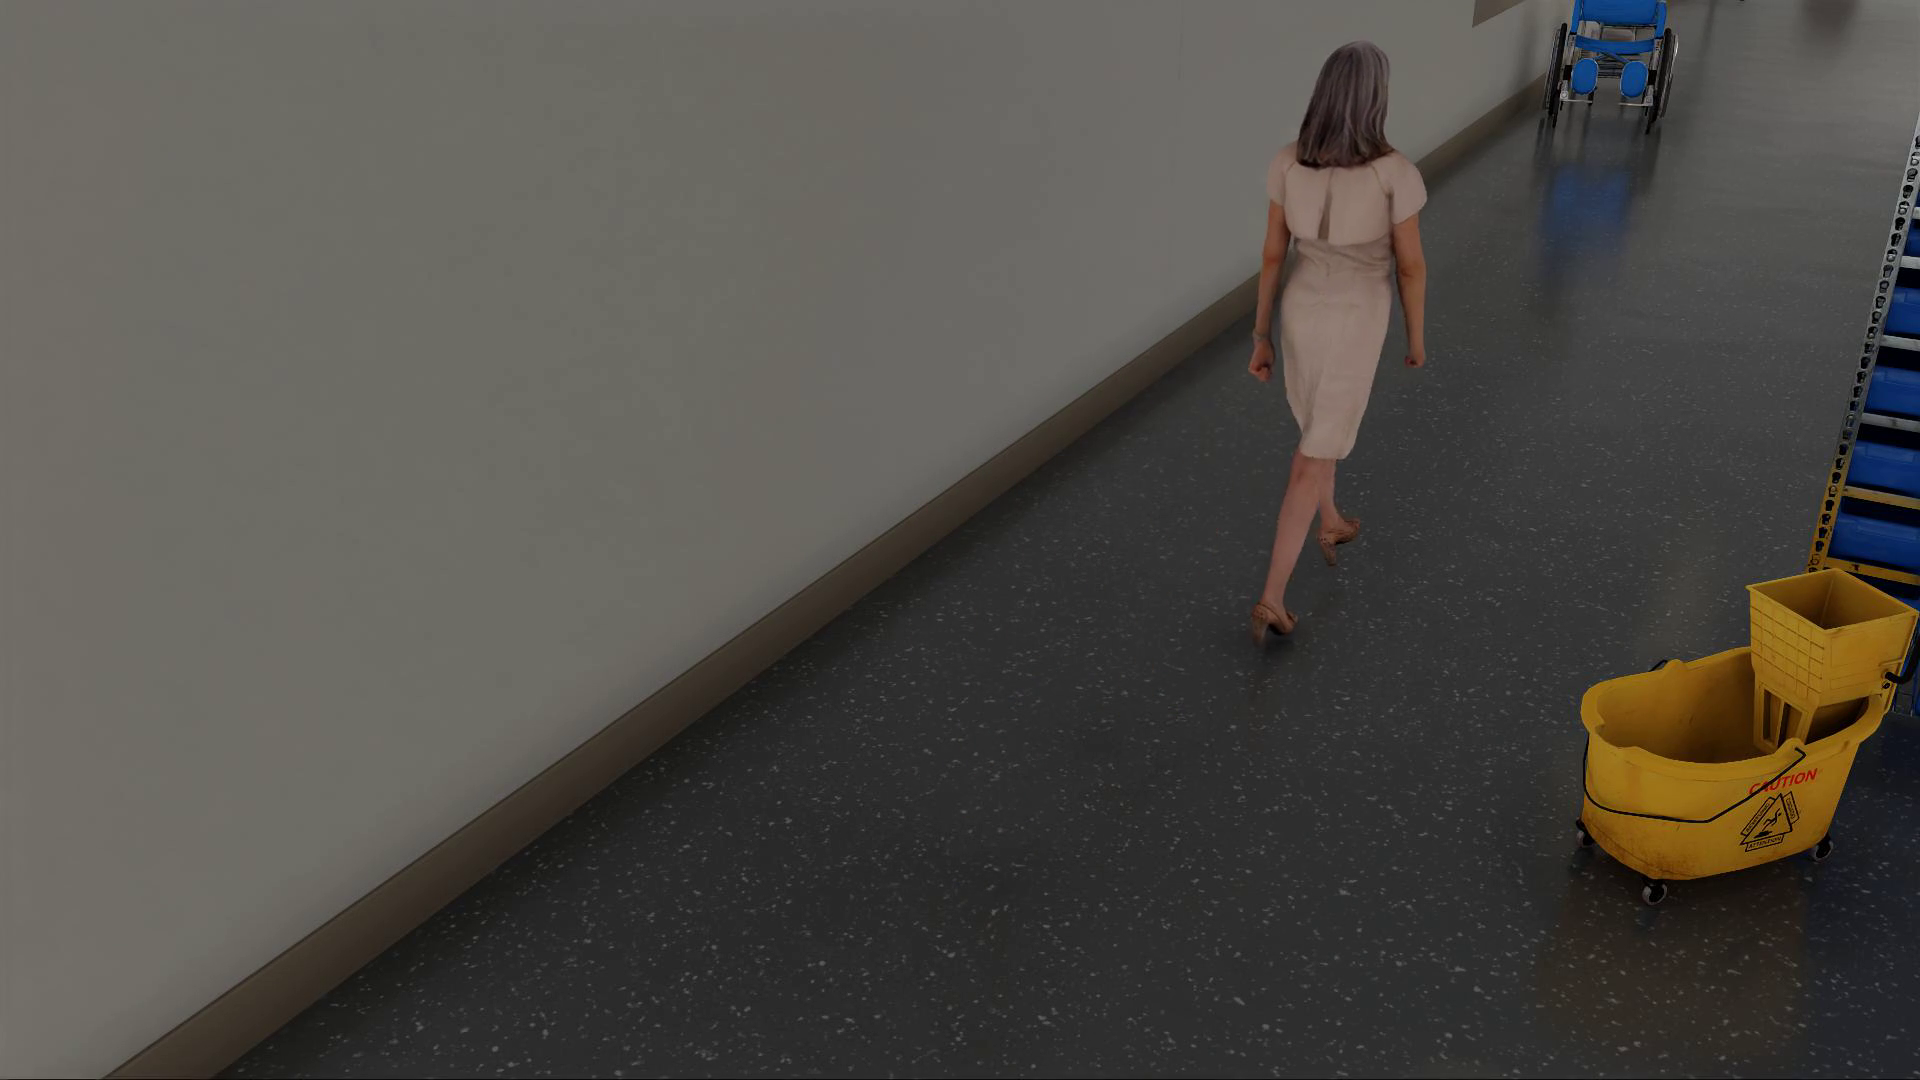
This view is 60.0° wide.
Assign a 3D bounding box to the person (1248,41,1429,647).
[{"bbox_3d":[1.016,-0.487,4.711,1.005,1.702,0.750,19,32,34],"label":"person"}]
